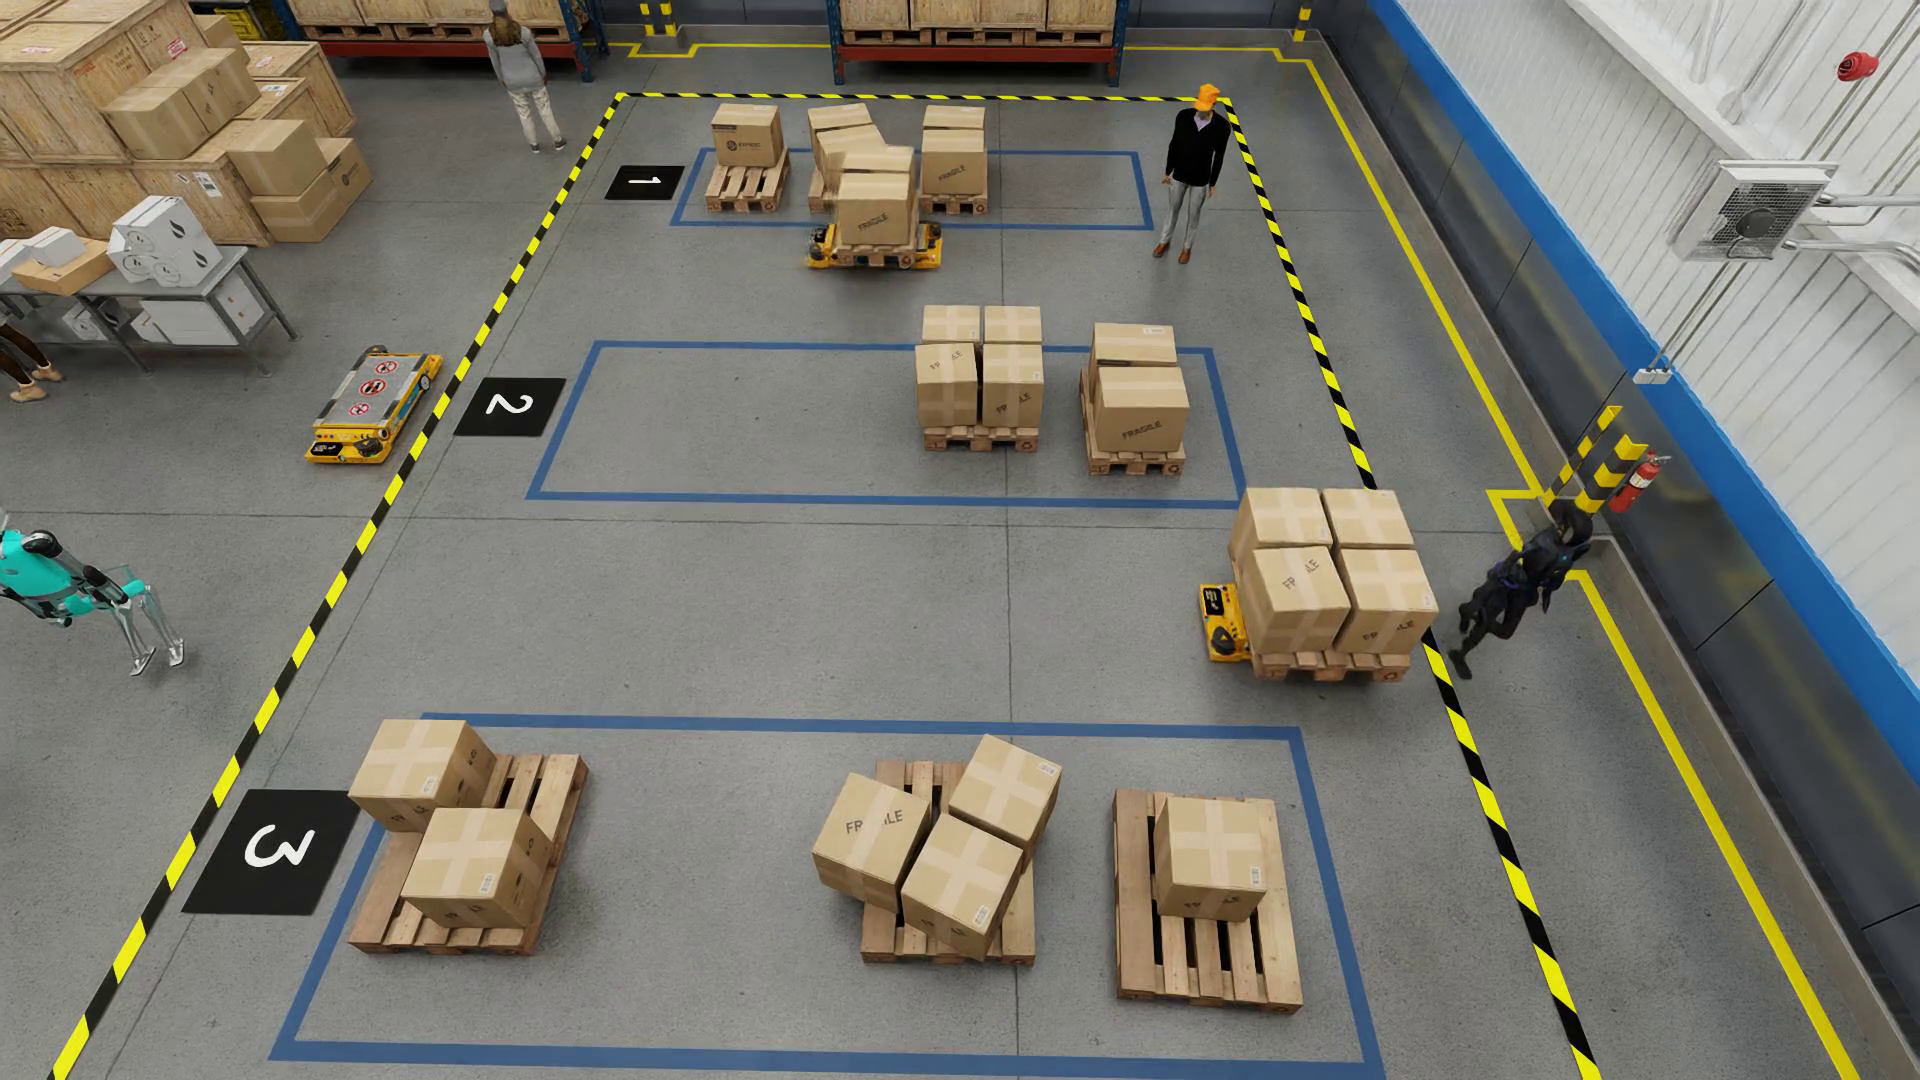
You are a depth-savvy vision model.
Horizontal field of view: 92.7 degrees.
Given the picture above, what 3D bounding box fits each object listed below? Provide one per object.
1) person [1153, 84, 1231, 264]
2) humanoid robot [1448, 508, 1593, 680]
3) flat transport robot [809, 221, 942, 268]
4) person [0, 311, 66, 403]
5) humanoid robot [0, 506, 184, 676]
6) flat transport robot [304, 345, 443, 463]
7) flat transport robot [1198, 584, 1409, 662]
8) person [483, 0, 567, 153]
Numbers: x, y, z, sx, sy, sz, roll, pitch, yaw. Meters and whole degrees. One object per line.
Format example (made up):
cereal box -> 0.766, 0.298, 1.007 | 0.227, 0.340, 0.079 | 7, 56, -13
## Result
person -> 2.397, -3.777, 9.509 | 0.585, 1.879, 0.382 | 23, 53, 18
humanoid robot -> 3.699, 0.295, 6.194 | 0.614, 1.638, 0.490 | -7, 50, -6
flat transport robot -> -0.919, -3.274, 10.119 | 1.431, 0.197, 0.652 | 1, 50, 1
person -> -8.766, -2.085, 7.970 | 0.373, 2.041, 0.614 | 1, 50, 1
humanoid robot -> -5.825, 0.258, 6.103 | 0.533, 1.671, 0.735 | -12, 51, -10
flat transport robot -> -5.383, -1.269, 8.441 | 0.659, 0.231, 1.431 | 1, 50, 1
flat transport robot -> 2.557, 0.591, 6.848 | 1.431, 0.197, 0.652 | 1, 50, 1
person -> -5.309, -5.616, 11.135 | 0.574, 1.768, 0.401 | -10, 50, -8
